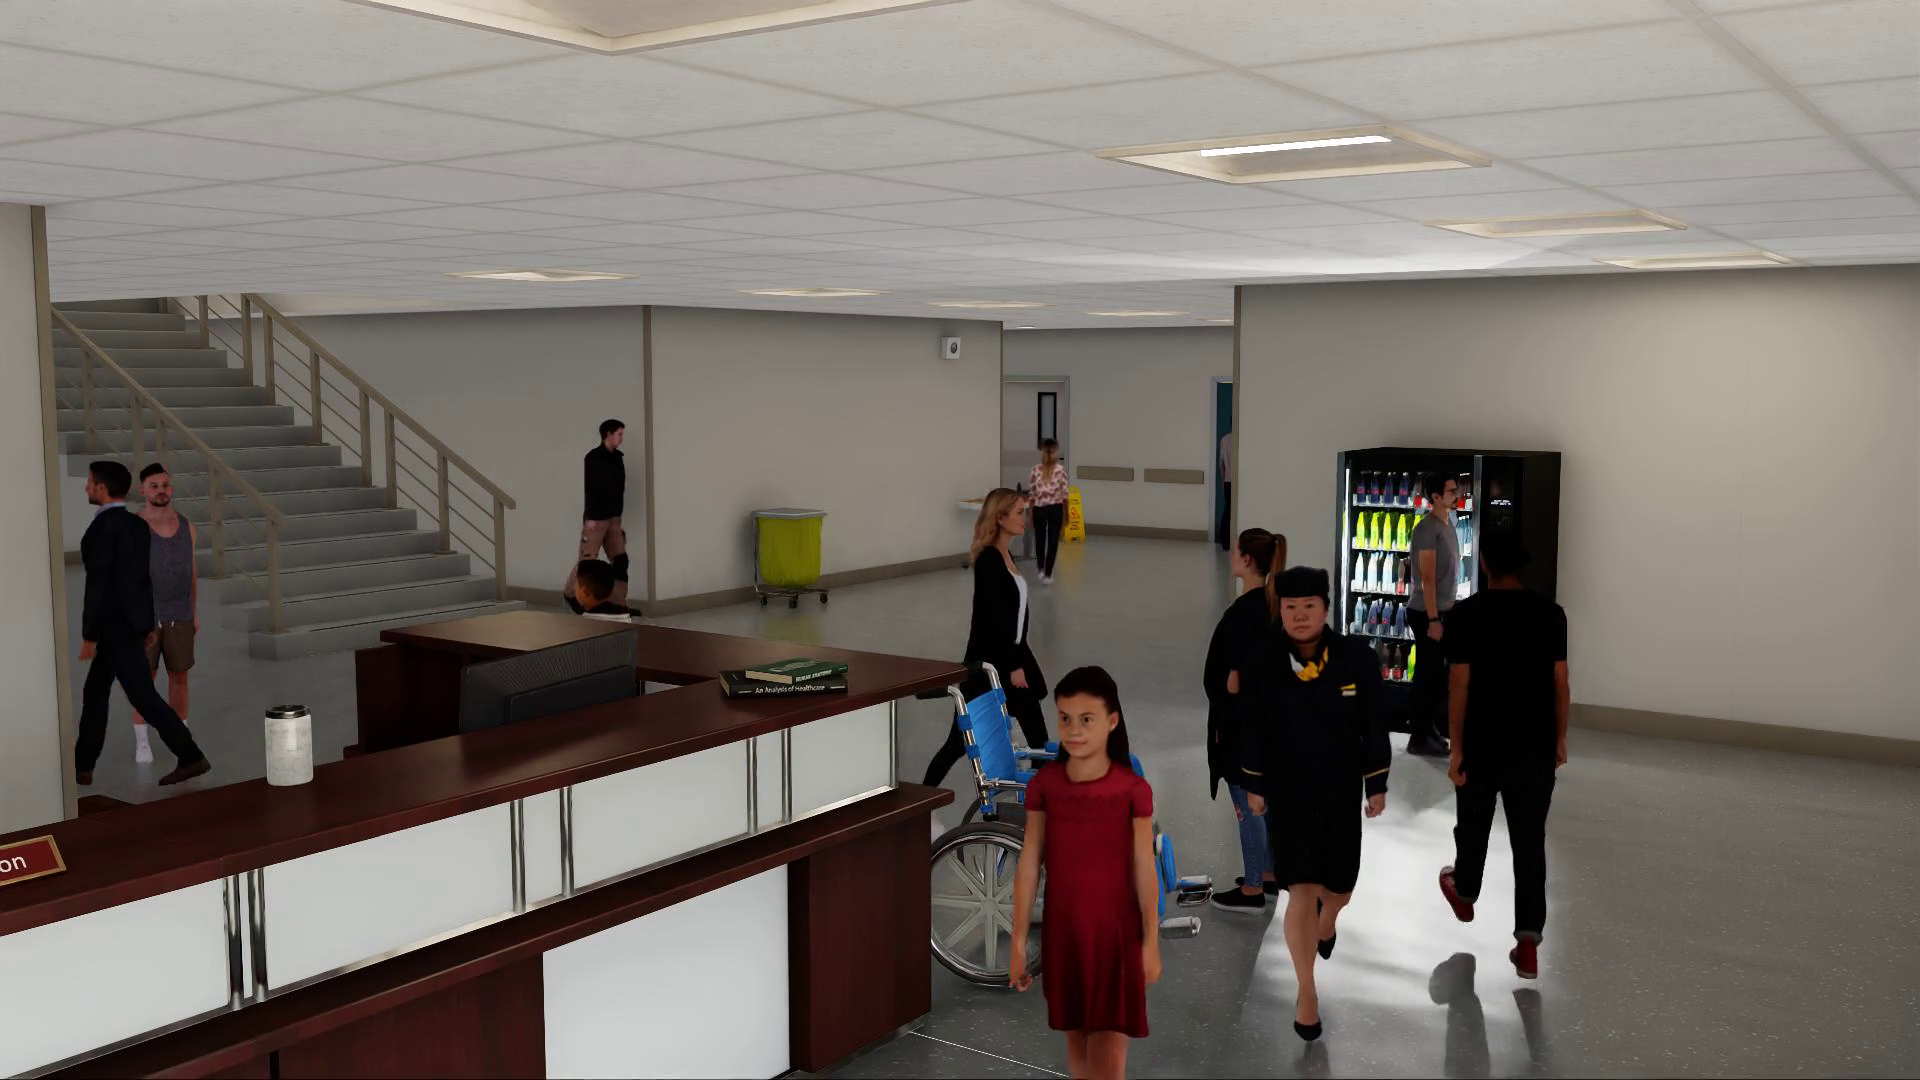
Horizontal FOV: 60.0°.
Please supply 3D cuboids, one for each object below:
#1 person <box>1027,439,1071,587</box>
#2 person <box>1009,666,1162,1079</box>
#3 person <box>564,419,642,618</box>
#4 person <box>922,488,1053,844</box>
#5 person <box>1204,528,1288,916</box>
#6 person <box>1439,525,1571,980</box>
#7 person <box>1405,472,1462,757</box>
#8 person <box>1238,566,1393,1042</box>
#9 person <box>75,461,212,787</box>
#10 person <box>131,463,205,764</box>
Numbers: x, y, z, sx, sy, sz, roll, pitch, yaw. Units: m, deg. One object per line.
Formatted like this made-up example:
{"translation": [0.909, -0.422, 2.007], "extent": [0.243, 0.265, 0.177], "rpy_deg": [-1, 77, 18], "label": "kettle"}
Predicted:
{"translation": [0.955, -0.293, 18.297], "extent": [0.786, 1.615, 0.809], "rpy_deg": [1, 6, 13], "label": "person"}
{"translation": [0.395, 1.114, 4.746], "extent": [0.854, 1.527, 0.757], "rpy_deg": [2, 6, 19], "label": "person"}
{"translation": [-3.470, -0.176, 15.825], "extent": [1.230, 1.877, 0.837], "rpy_deg": [3, 7, 29], "label": "person"}
{"translation": [0.074, 0.670, 8.062], "extent": [1.270, 1.747, 0.861], "rpy_deg": [2, 6, 19], "label": "person"}
{"translation": [1.289, 0.780, 7.290], "extent": [0.546, 1.683, 0.620], "rpy_deg": [4, 7, 36], "label": "person"}
{"translation": [2.150, 0.849, 6.485], "extent": [1.181, 1.707, 1.111], "rpy_deg": [0, 6, 5], "label": "person"}
{"translation": [2.857, 0.447, 10.292], "extent": [0.635, 1.744, 0.663], "rpy_deg": [3, 7, 30], "label": "person"}
{"translation": [1.291, 0.923, 6.044], "extent": [1.040, 1.647, 0.994], "rpy_deg": [1, 6, 11], "label": "person"}
{"translation": [-4.594, 0.513, 9.246], "extent": [1.279, 1.823, 1.129], "rpy_deg": [0, 6, -2], "label": "person"}
{"translation": [-4.921, 0.440, 10.234], "extent": [0.668, 1.846, 0.633], "rpy_deg": [-6, 8, -44], "label": "person"}
